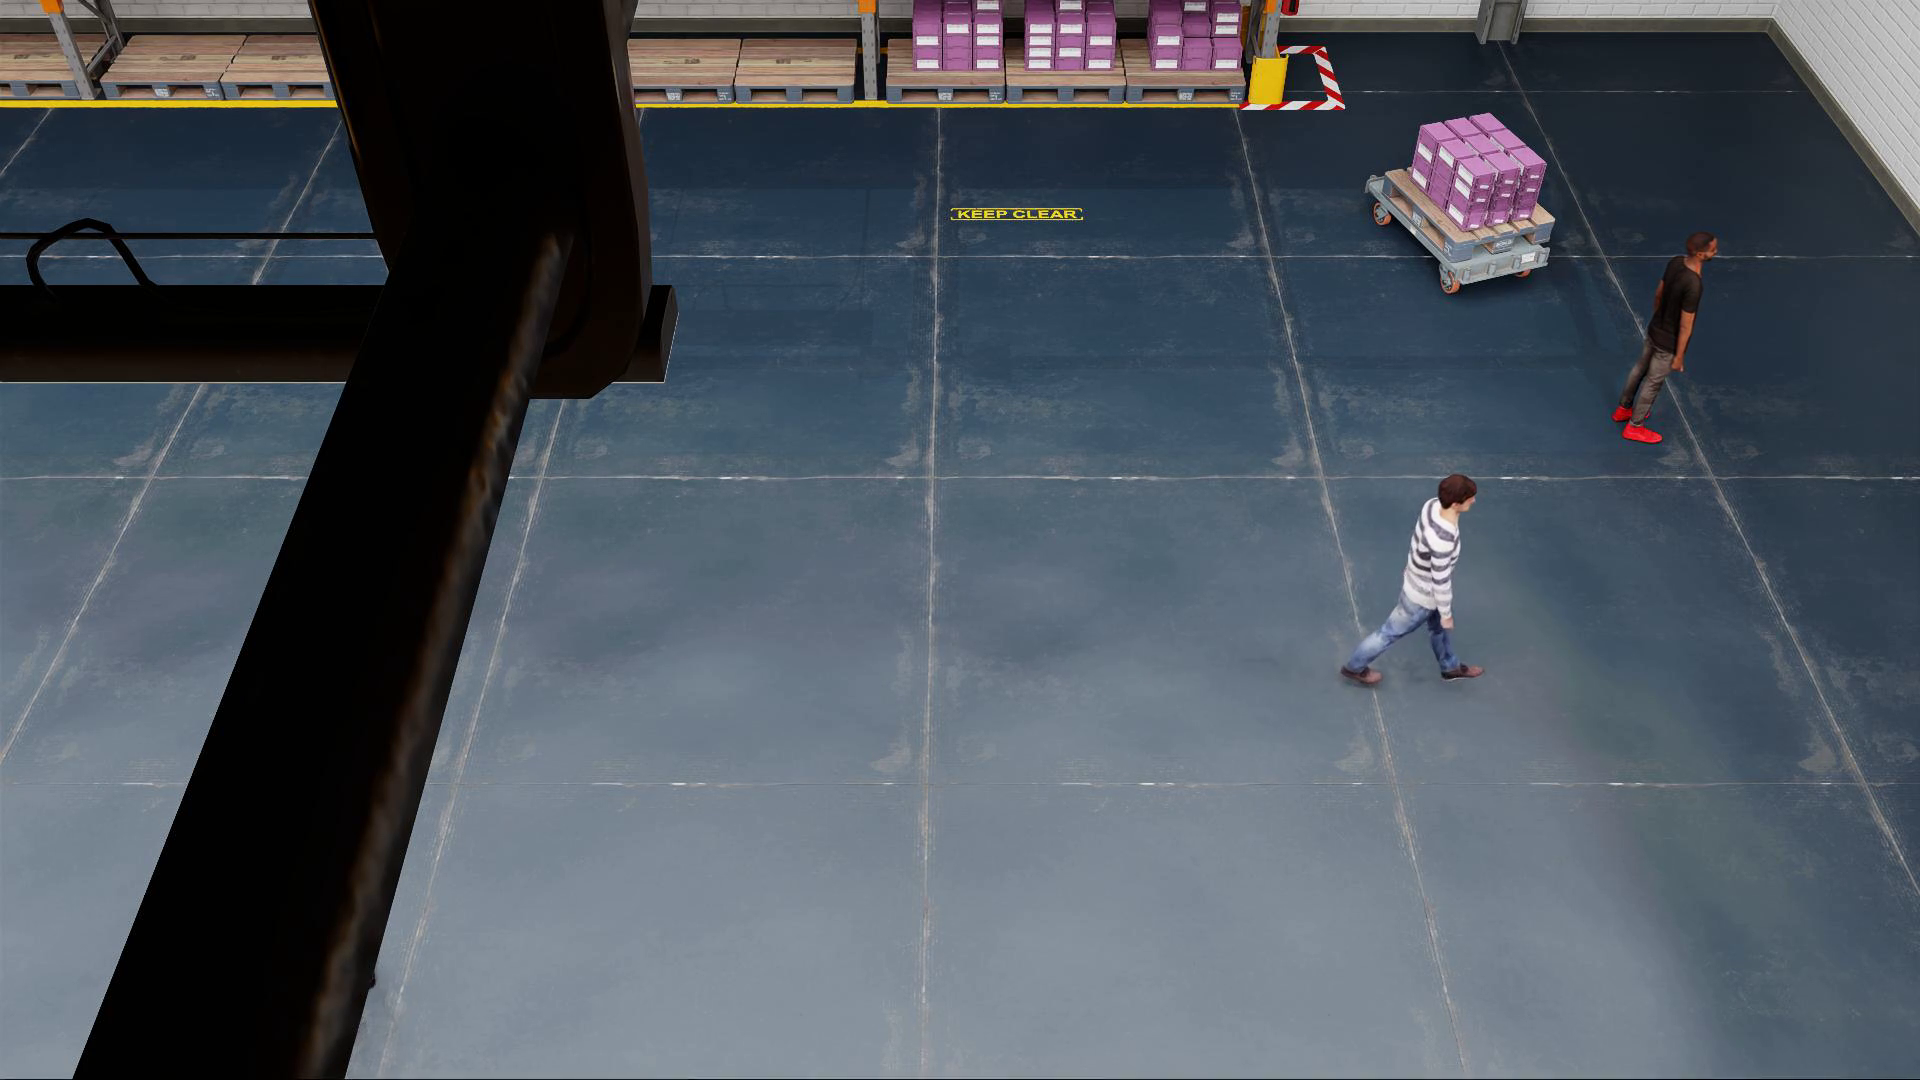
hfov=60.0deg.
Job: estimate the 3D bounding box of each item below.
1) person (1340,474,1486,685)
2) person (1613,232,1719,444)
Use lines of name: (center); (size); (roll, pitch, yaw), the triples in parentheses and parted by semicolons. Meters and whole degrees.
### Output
person: (2.872, 0.316, 10.630); (1.222, 1.799, 0.807); (6, 44, 7)
person: (5.346, -1.556, 12.591); (0.522, 1.804, 0.656); (-2, 44, -2)
